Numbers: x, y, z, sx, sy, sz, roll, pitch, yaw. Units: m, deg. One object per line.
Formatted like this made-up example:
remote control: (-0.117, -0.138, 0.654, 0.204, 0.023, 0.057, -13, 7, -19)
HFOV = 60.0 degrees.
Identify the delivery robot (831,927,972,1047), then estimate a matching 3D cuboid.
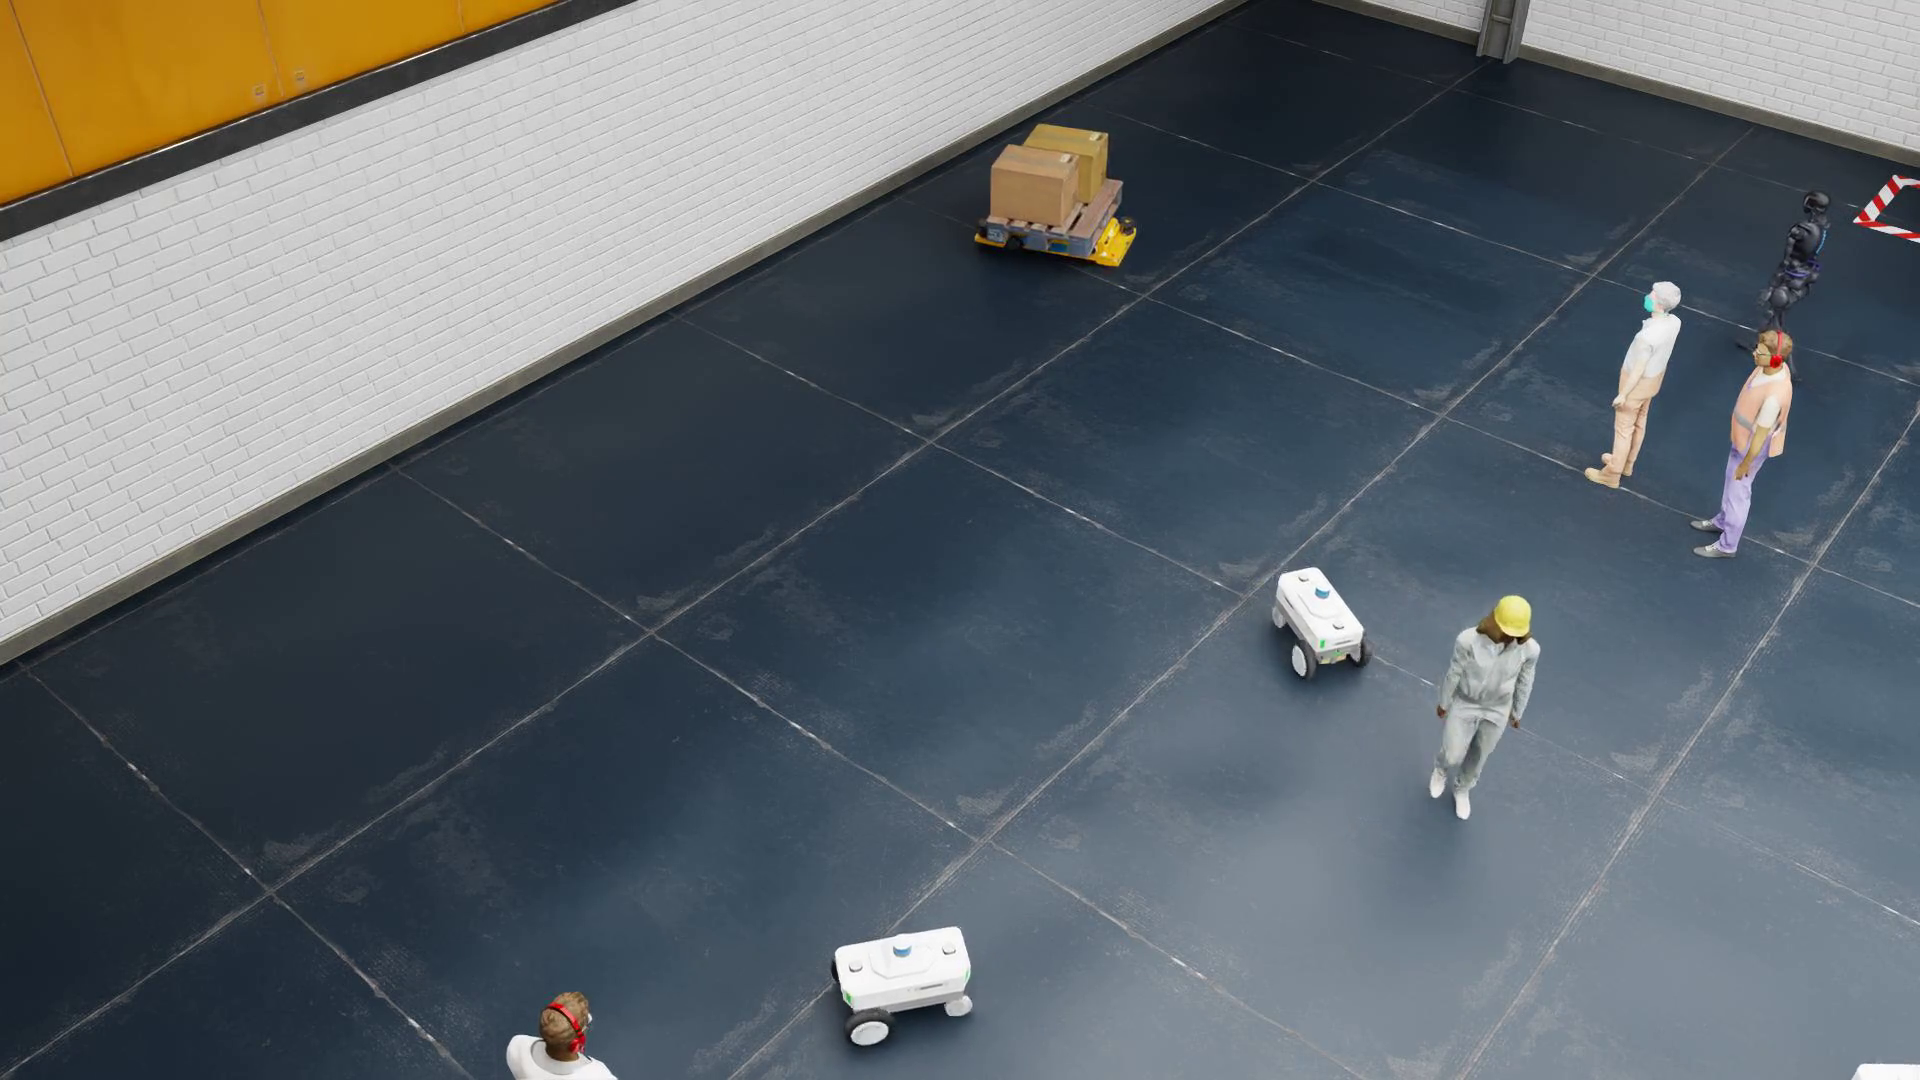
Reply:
delivery robot: (-0.340, 2.392, 9.098, 0.781, 0.605, 0.499, -8, 40, -10)

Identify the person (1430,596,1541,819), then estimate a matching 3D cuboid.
person: (3.108, 1.001, 9.872, 0.501, 1.726, 0.371, 4, 39, 5)

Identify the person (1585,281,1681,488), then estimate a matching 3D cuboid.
person: (5.127, -1.186, 12.577, 0.490, 1.749, 0.311, -31, 48, -32)

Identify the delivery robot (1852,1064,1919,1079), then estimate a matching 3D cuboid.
delivery robot: (4.950, 2.894, 8.474, 0.775, 0.604, 0.507, 1, 39, 1)

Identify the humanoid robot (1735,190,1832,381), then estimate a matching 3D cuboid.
humanoid robot: (6.967, -2.125, 13.850, 0.609, 1.649, 0.753, -23, 44, -26)

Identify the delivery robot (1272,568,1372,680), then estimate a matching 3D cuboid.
delivery robot: (2.454, 0.551, 11.378, 0.499, 0.600, 0.802, -11, 40, -13)

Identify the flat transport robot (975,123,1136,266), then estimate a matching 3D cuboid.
flat transport robot: (0.919, -2.963, 15.964, 1.431, 0.231, 0.659, 13, 41, 15)

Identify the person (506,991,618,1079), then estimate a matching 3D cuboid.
person: (-1.742, 2.737, 7.644, 0.568, 1.832, 0.403, 15, 41, 18)

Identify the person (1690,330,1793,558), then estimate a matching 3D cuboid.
person: (5.653, -0.680, 11.885, 0.390, 1.836, 0.559, 10, 40, 13)
